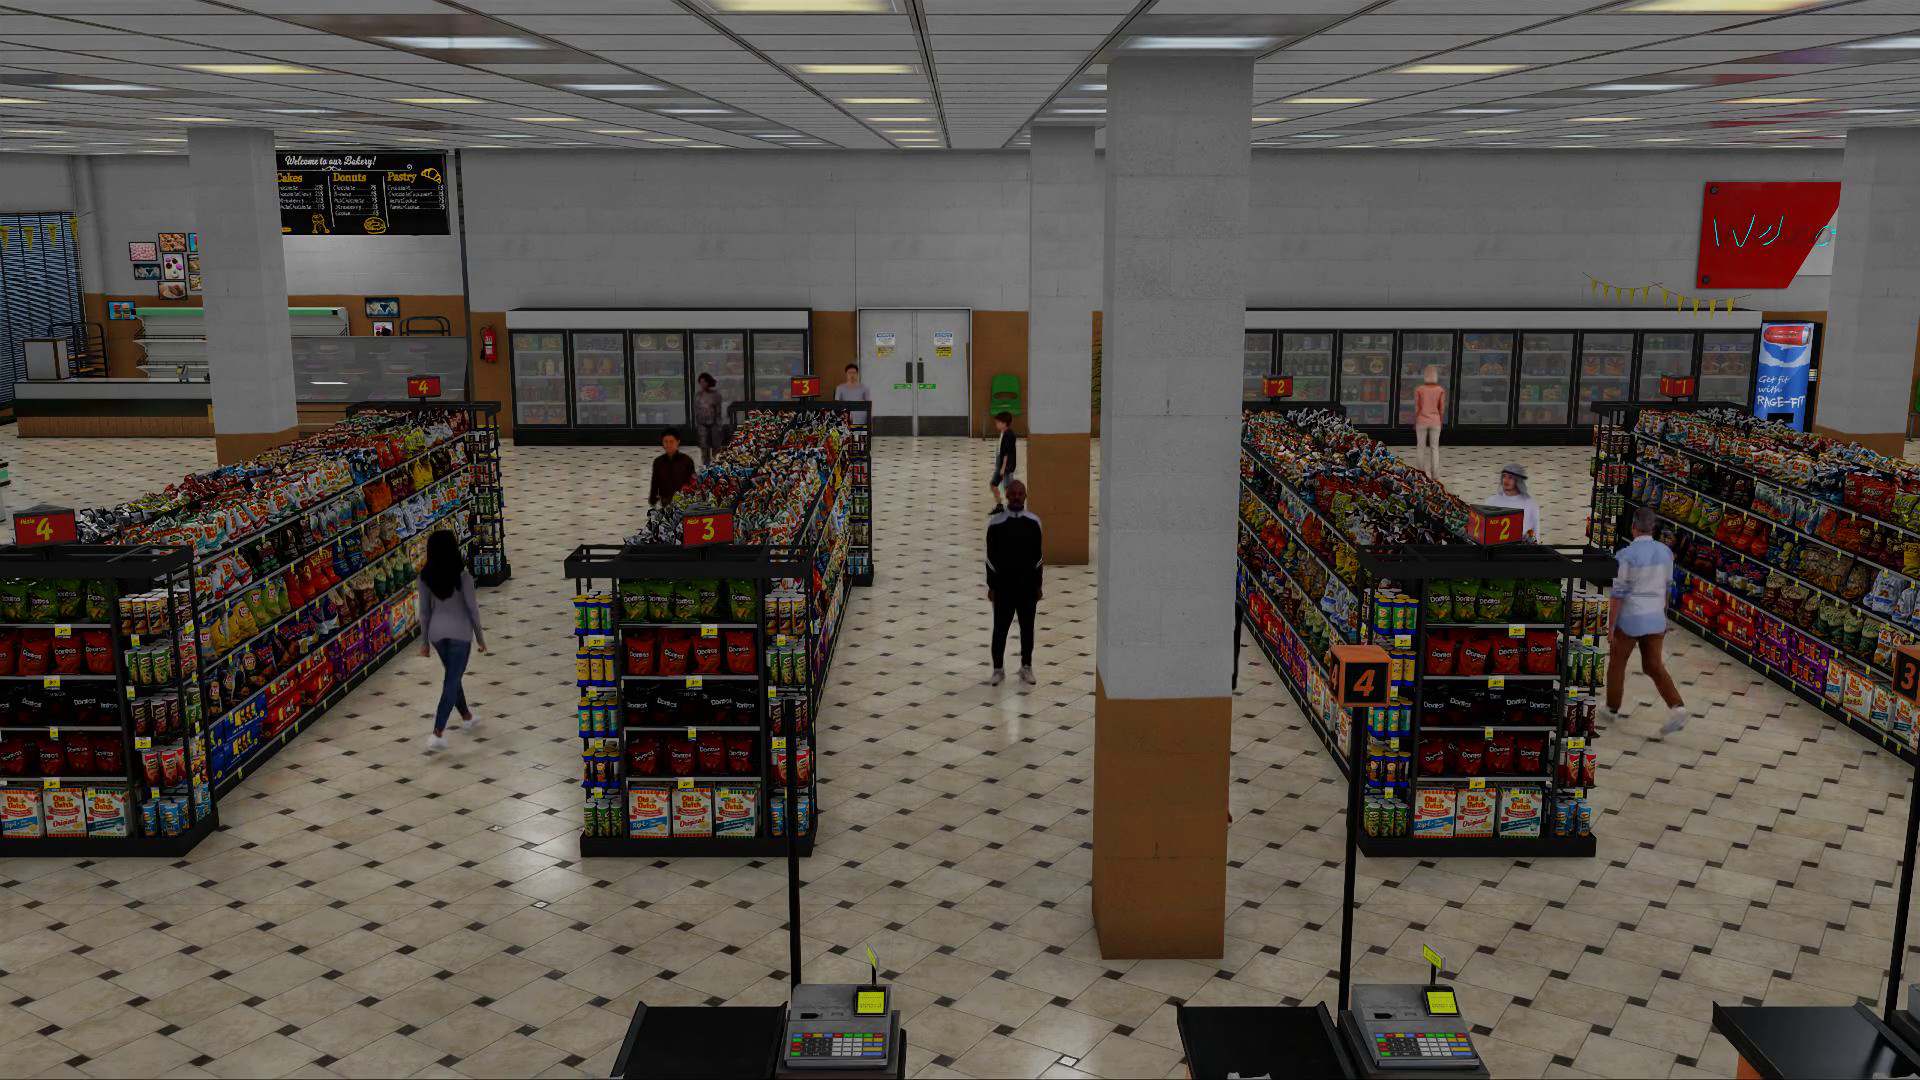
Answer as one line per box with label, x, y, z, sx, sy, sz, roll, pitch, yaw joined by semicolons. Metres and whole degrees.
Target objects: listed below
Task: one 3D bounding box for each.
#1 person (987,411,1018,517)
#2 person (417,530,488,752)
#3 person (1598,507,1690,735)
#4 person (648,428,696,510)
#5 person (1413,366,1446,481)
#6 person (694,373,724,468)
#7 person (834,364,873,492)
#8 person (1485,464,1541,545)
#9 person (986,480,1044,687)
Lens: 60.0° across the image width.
person;0.657;-0.987;22.094;0.679;1.437;0.606;-4;13;-19
person;-3.994;0.813;12.927;0.755;1.692;1.217;2;12;9
person;5.527;0.676;13.353;0.861;1.786;1.174;-3;12;-13
person;-3.116;-0.363;18.363;0.739;1.754;0.966;1;12;5
person;7.086;-1.780;25.164;0.633;1.724;0.565;2;12;9
person;-3.641;-1.600;24.364;0.641;1.701;0.926;2;12;7
person;-1.553;-1.618;24.156;0.714;1.823;1.144;0;12;2
person;4.942;0.251;15.033;0.796;1.924;0.798;6;13;26
person;0.488;0.360;14.746;0.683;1.828;0.567;-1;12;-6
